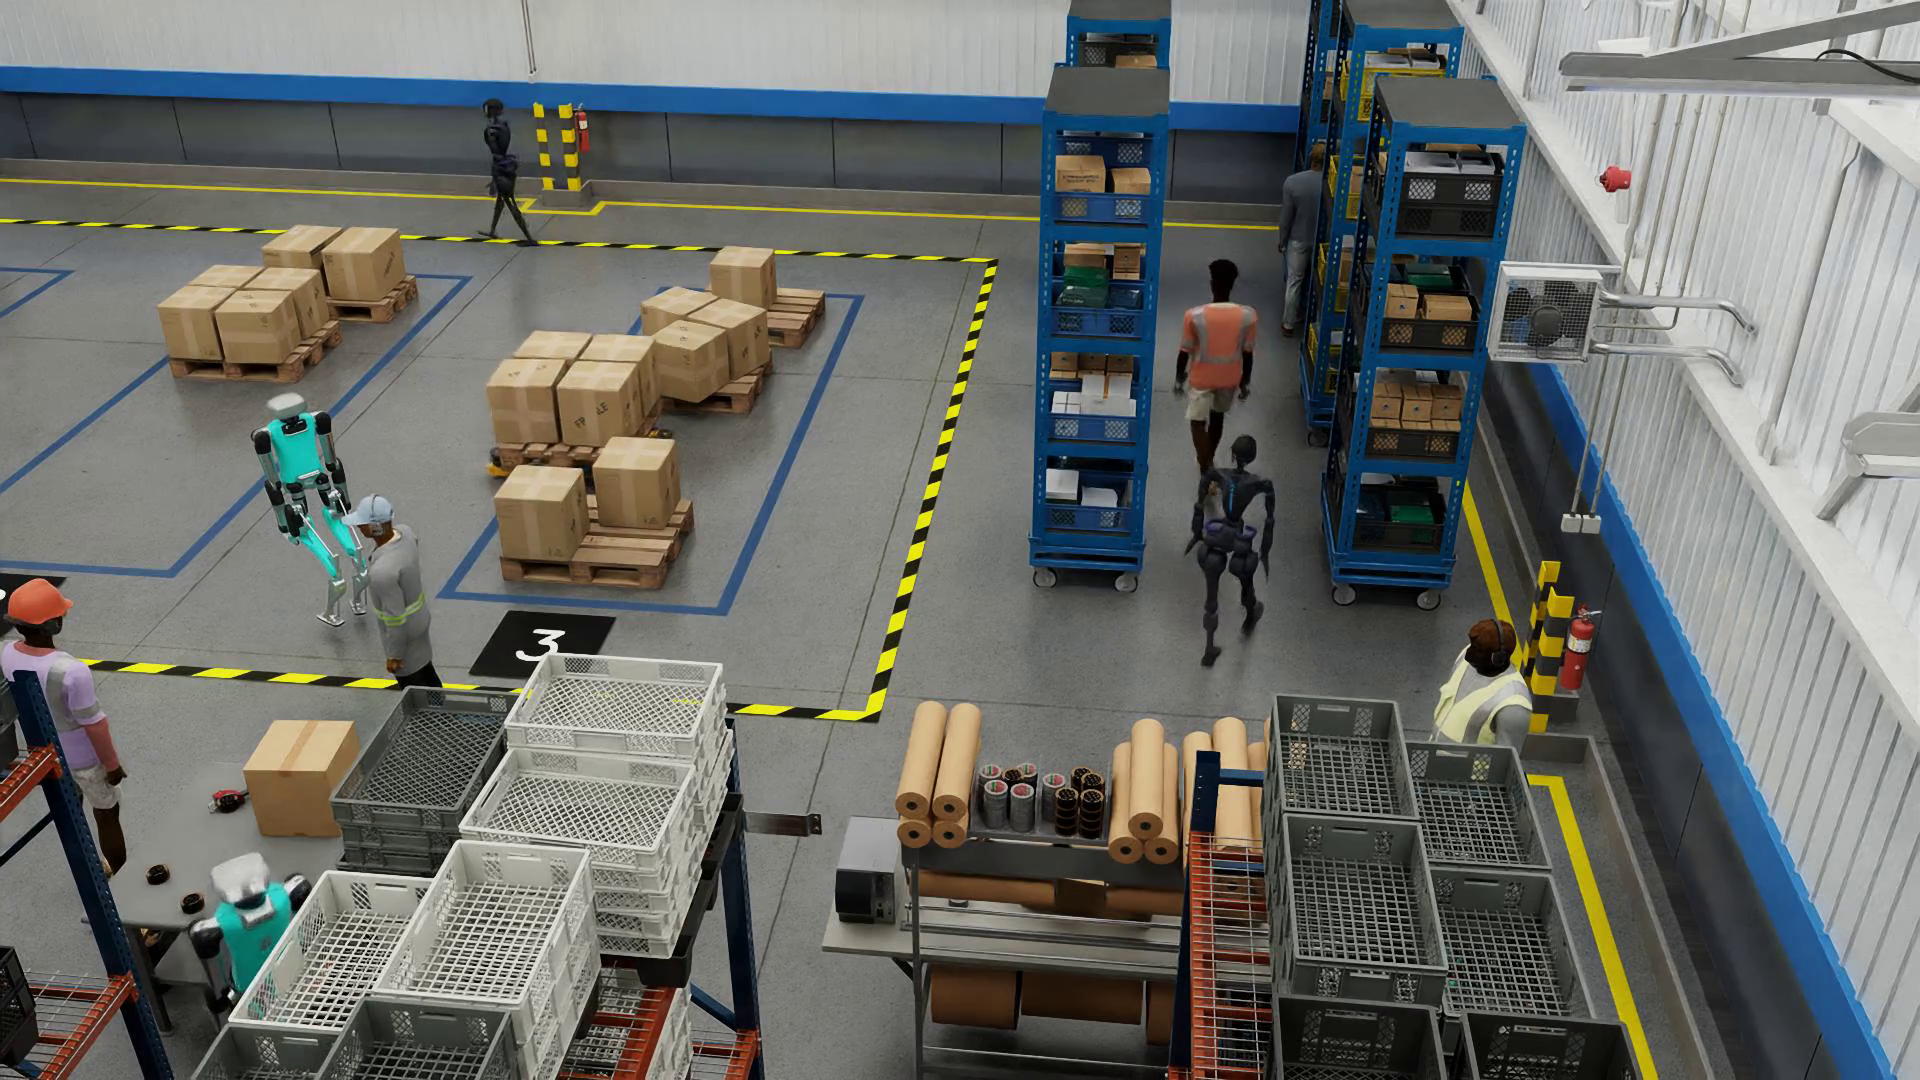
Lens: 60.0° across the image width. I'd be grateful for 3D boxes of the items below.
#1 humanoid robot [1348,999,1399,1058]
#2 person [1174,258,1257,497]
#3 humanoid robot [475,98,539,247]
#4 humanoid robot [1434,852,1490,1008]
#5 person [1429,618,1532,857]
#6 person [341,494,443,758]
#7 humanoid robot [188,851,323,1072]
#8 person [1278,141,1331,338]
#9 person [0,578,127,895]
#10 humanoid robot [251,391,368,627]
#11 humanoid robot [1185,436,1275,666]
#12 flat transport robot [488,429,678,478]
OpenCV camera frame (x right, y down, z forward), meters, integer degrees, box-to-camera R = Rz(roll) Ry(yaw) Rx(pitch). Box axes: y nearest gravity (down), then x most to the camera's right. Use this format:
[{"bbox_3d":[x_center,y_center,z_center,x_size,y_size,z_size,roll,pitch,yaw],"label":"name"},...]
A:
[{"bbox_3d":[1.853,2.389,7.200,0.597,1.634,0.612,-21,36,-31],"label":"humanoid robot"},{"bbox_3d":[2.031,-1.284,13.222,0.612,1.940,0.855,-3,30,-6],"label":"person"},{"bbox_3d":[-5.059,-3.994,18.159,0.718,1.635,0.584,-2,30,-3],"label":"humanoid robot"},{"bbox_3d":[2.268,2.064,7.709,0.530,1.827,0.756,25,39,36],"label":"humanoid robot"},{"bbox_3d":[2.751,1.216,9.022,0.429,1.844,0.626,-7,31,-11],"label":"person"},{"bbox_3d":[-3.437,0.542,10.168,0.391,1.850,0.599,-2,30,-4],"label":"person"},{"bbox_3d":[-3.276,2.057,7.726,0.539,1.759,1.026,-25,39,-36],"label":"humanoid robot"},{"bbox_3d":[3.362,-2.868,15.939,0.636,1.937,0.357,4,30,7],"label":"person"},{"bbox_3d":[-4.791,1.108,9.023,0.600,2.037,0.390,10,32,17],"label":"person"},{"bbox_3d":[-4.332,-0.149,11.337,0.533,1.677,0.735,-25,38,-36],"label":"humanoid robot"},{"bbox_3d":[1.836,0.000,11.303,0.603,1.631,0.749,12,32,20],"label":"humanoid robot"},{"bbox_3d":[-3.147,-0.741,13.918,1.431,0.197,0.652,3,30,6],"label":"flat transport robot"}]
